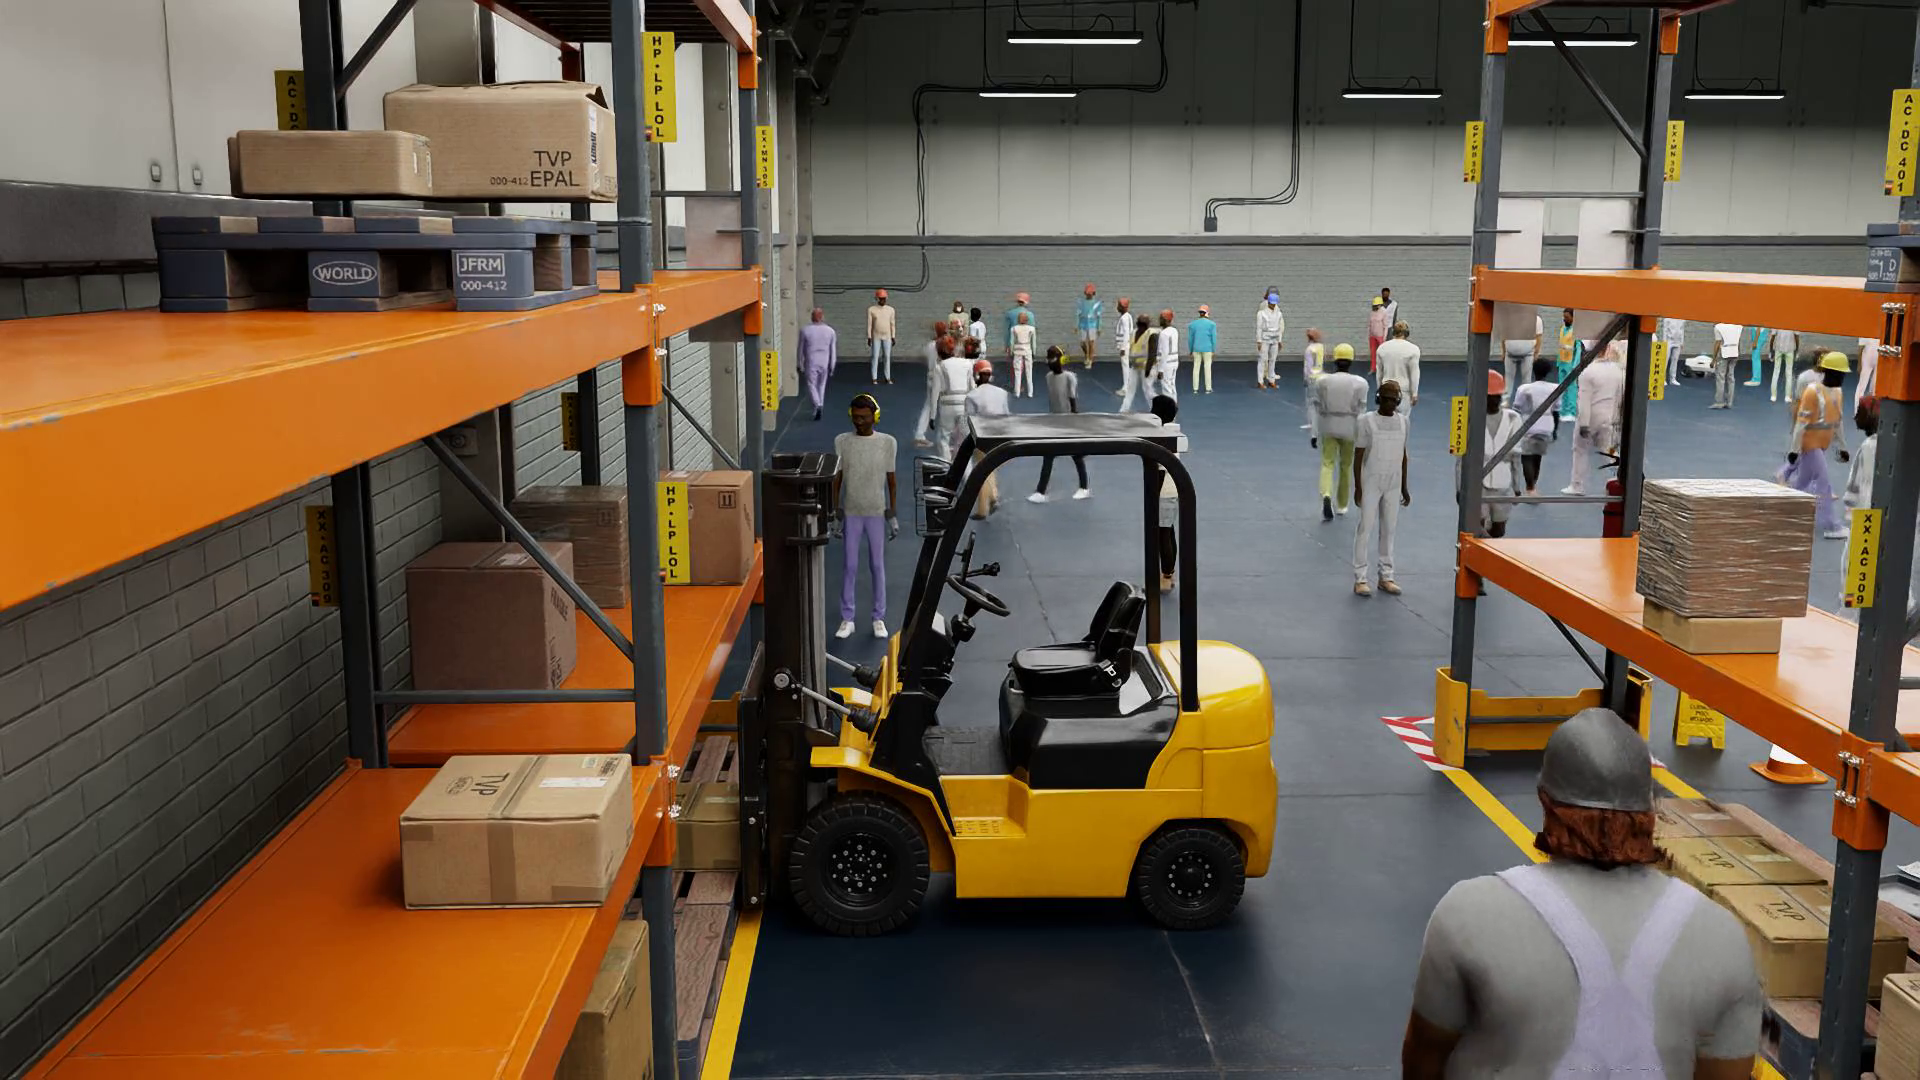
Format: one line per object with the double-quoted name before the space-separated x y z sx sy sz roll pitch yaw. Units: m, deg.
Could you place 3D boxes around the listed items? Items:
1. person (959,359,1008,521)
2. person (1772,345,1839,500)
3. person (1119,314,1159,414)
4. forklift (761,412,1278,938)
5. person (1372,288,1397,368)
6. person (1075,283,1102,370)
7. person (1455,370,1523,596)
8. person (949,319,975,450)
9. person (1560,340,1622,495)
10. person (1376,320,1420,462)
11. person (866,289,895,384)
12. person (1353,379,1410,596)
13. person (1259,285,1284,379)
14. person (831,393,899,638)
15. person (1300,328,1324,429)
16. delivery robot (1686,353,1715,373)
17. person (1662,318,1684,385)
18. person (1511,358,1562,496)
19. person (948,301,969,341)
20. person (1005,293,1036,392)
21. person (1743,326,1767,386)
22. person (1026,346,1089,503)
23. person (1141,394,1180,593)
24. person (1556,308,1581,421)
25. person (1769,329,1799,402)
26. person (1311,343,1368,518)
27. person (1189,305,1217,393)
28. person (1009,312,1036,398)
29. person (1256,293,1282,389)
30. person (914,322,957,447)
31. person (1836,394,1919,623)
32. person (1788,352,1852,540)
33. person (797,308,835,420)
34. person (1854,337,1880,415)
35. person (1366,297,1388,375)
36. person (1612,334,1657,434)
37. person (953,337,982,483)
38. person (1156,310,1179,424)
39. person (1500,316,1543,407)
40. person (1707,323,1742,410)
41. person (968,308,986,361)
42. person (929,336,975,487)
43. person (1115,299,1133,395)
"person" 0.257 -1.075 17.933 0.665 1.718 0.456 -8 13 -39
"person" 9.960 -1.397 19.531 0.508 1.806 0.924 -5 11 -25
"person" 3.017 -2.890 27.860 0.790 1.791 0.693 -7 13 -36
"forklift" 0.291 0.548 7.580 2.313 2.155 1.214 0 10 -2
"person" 10.030 -5.005 39.321 0.581 1.910 0.393 1 10 7
"person" 3.024 -5.017 39.040 0.637 2.028 0.543 3 11 18
"person" 4.500 -0.510 14.250 0.559 1.917 0.673 1 10 4
"person" -0.019 -2.186 23.652 0.396 1.898 0.644 -4 11 -21
"person" 7.482 -1.416 19.423 0.651 1.880 0.835 -5 11 -27
"person" 5.930 -2.009 22.567 0.627 1.933 0.366 9 14 41
"person" -1.654 -4.266 34.951 0.622 1.993 0.386 -3 11 -17
"person" 3.575 -0.444 14.099 0.505 1.839 0.344 -3 10 -14
"person" 6.831 -4.549 36.404 0.536 2.000 0.688 -2 10 -13
"person" -0.718 -0.180 12.557 0.521 1.865 0.328 0 10 1
"person" 5.625 -2.567 26.514 0.377 1.626 0.533 8 13 39
"delivery robot" 16.244 -3.852 36.384 0.477 0.478 0.707 -4 11 -22
"person" 14.901 -4.102 34.741 0.483 1.745 0.299 -2 10 -12
"person" 6.593 -1.252 19.074 0.576 1.674 0.563 0 10 -2
"person" -0.034 -4.689 38.341 0.508 1.626 0.290 -3 11 -18
"person" 1.261 -3.952 33.274 0.608 1.967 0.692 7 12 34
"person" 16.587 -4.123 34.616 0.355 1.834 0.524 5 12 28
"person" 1.192 -1.331 19.158 0.514 1.809 0.958 10 14 43
"person" 1.730 -0.396 14.218 0.318 1.699 0.532 3 11 17
"person" 10.190 -2.946 27.818 0.391 1.918 0.593 -2 10 -13
"person" 15.472 -3.524 31.209 0.510 1.862 0.327 6 12 32
"person" 4.089 -1.175 17.993 0.588 1.907 0.800 3 11 18
"person" 4.811 -3.785 32.943 0.562 1.753 0.333 4 11 23
"person" 1.200 -3.551 31.964 0.523 1.638 0.310 -1 10 -7
"person" 6.316 -4.052 33.920 0.604 1.938 0.402 -5 11 -26
"person" -0.278 -2.266 24.274 0.979 1.832 0.598 -7 12 -33
"person" 6.909 -0.164 12.492 0.710 1.865 0.581 8 13 37
"person" 8.752 -0.946 16.771 0.593 1.876 0.927 -9 14 -41
"person" -2.412 -2.976 28.072 0.643 1.883 0.829 -5 11 -24
"person" 15.363 -2.943 28.005 0.513 1.842 0.325 -1 10 -4
"person" 9.327 -4.554 37.223 0.333 1.761 0.528 -8 13 -39
"person" 10.437 -2.597 25.735 0.372 1.966 0.603 -9 14 -42
"person" 0.069 -1.615 20.658 0.453 1.821 0.614 4 11 20
"person" 3.373 -2.808 27.146 0.357 1.883 0.573 5 11 26
"person" 10.086 -3.390 29.946 0.676 2.000 0.536 6 12 28
"person" 13.655 -3.242 29.659 0.565 1.847 0.390 -4 11 -21
"person" 0.336 -3.754 32.961 0.320 1.692 0.536 6 12 29
"person" -0.063 -1.535 20.146 0.630 1.855 0.434 -5 11 -27
"person" 3.214 -3.771 32.512 0.356 1.881 0.575 2 10 9
